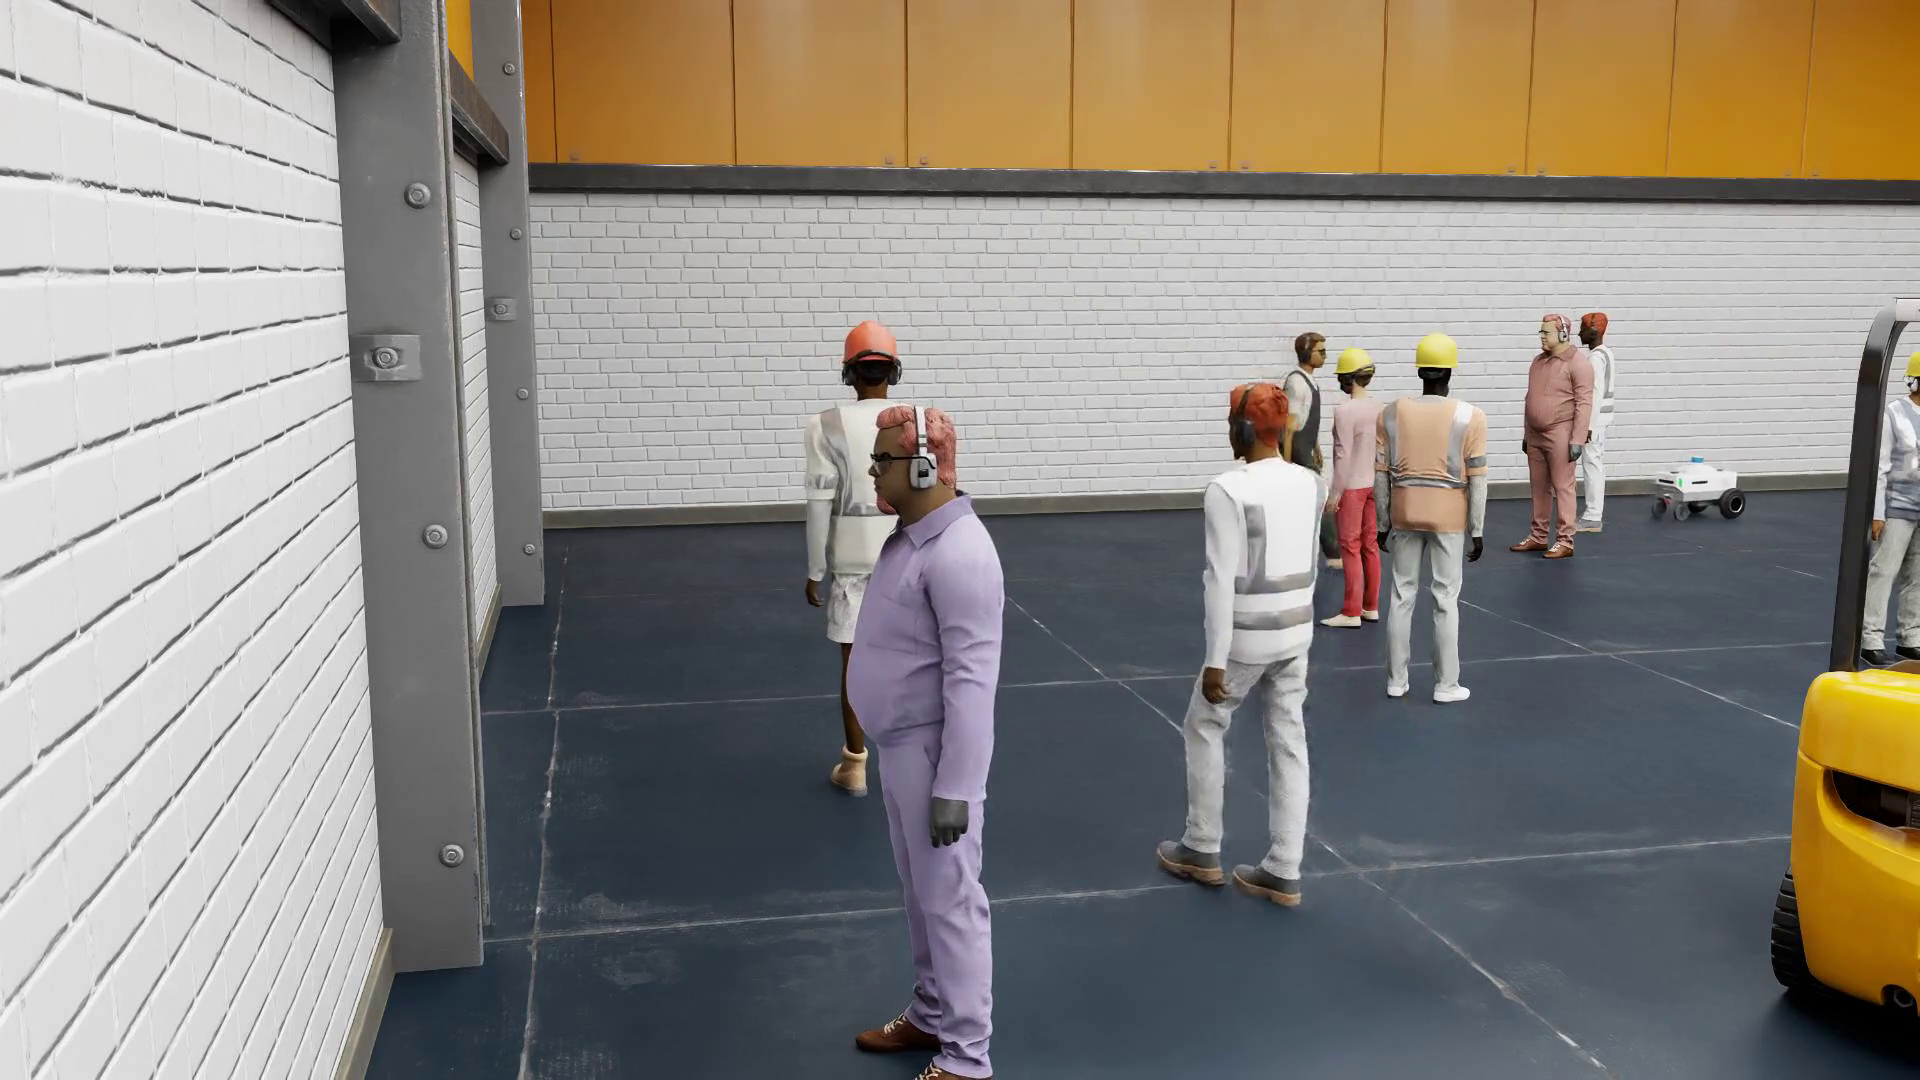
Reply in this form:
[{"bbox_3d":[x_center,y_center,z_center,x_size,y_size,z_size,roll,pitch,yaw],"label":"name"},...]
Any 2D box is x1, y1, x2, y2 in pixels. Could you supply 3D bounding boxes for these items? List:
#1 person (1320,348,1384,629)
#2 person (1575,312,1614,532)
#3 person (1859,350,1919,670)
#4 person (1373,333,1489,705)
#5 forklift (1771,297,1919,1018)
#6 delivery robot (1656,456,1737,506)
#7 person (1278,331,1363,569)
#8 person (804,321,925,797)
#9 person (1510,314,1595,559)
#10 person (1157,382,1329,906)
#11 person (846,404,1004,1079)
[{"bbox_3d":[2.475,-0.325,10.498,0.326,1.765,0.533,9,13,42],"label":"person"},{"bbox_3d":[5.441,-1.012,14.320,0.339,1.883,0.584,5,10,26],"label":"person"},{"bbox_3d":[5.394,-0.178,9.392,0.591,1.834,0.404,-2,10,-13],"label":"person"},{"bbox_3d":[2.444,-0.106,8.660,0.589,1.930,0.360,6,11,31],"label":"person"},{"bbox_3d":[3.542,0.334,5.177,2.313,2.155,1.214,-9,13,-43],"label":"forklift"},{"bbox_3d":[6.667,-0.517,15.063,0.707,0.478,0.477,-4,10,-21],"label":"delivery robot"},{"bbox_3d":[2.548,-0.680,12.593,0.996,1.799,0.522,3,10,17],"label":"person"},{"bbox_3d":[-0.374,0.082,7.180,0.615,2.038,0.395,-3,10,-15],"label":"person"},{"bbox_3d":[4.624,-0.810,13.024,0.403,1.906,0.652,-4,10,-20],"label":"person"},{"bbox_3d":[1.003,0.355,6.045,0.615,1.859,0.744,-6,11,-34],"label":"person"},{"bbox_3d":[-0.108,0.584,4.527,0.402,1.905,0.652,-2,10,-14],"label":"person"}]
